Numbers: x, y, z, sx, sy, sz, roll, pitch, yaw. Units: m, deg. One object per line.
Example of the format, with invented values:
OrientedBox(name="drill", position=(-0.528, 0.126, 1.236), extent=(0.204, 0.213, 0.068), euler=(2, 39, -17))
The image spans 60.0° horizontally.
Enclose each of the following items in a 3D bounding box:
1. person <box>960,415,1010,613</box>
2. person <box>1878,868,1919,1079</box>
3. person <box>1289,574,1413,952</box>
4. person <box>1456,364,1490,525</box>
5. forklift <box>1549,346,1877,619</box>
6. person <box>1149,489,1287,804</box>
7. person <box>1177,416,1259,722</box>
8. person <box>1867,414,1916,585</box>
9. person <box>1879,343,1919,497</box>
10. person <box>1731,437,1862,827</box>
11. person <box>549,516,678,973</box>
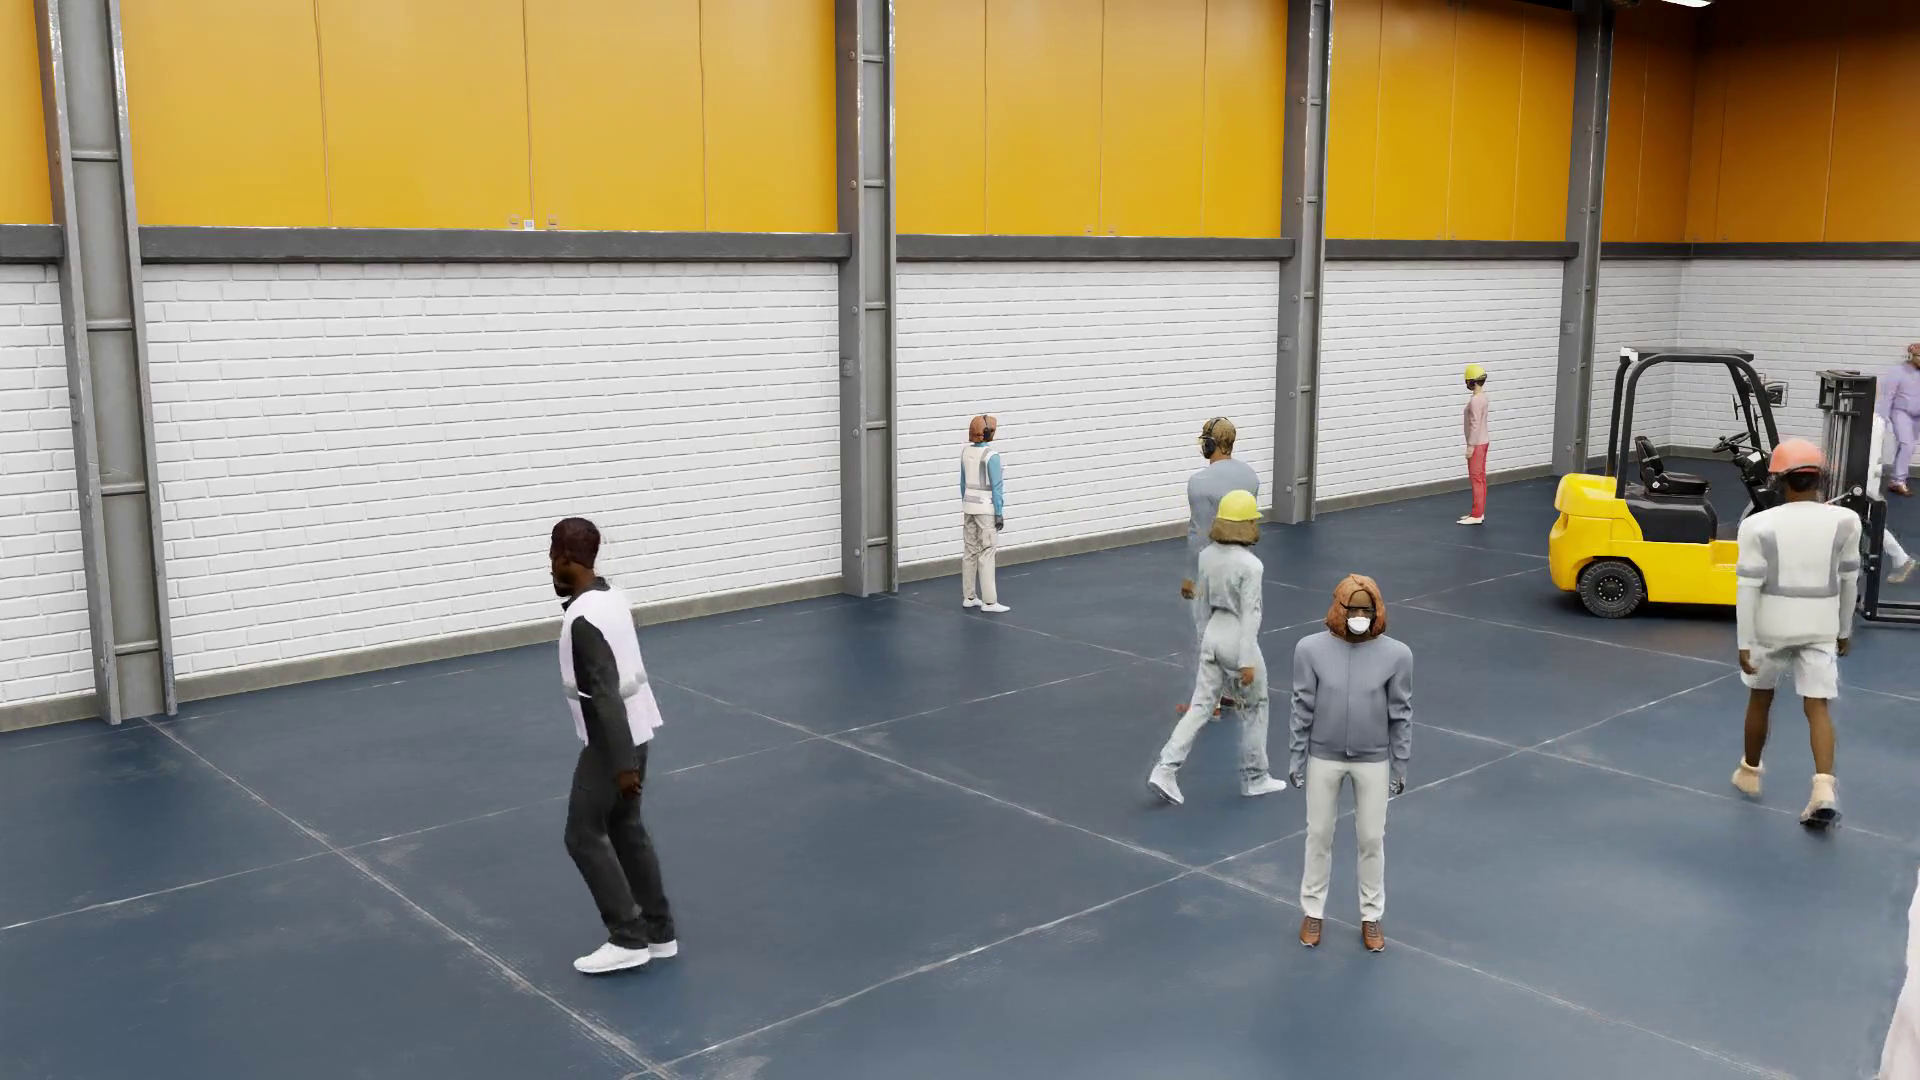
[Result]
OrientedBox(name="person", position=(0.184, -0.216, 13.781), extent=(0.308, 1.640, 0.511), euler=(-7, 12, -36))
OrientedBox(name="person", position=(2.433, 1.381, 3.818), extent=(1.028, 1.845, 0.651), euler=(5, 11, 25))
OrientedBox(name="person", position=(1.651, 0.941, 7.058), extent=(0.505, 1.629, 0.280), euler=(2, 10, 14))
OrientedBox(name="person", position=(5.646, -1.045, 18.274), extent=(0.329, 1.763, 0.523), euler=(5, 11, 27))
OrientedBox(name="forklift", position=(6.109, -0.478, 13.691), extent=(2.313, 2.155, 1.214), euler=(3, 10, 16))
OrientedBox(name="person", position=(1.400, 0.577, 8.931), extent=(0.837, 1.713, 0.495), euler=(-6, 11, -32))
OrientedBox(name="person", position=(1.629, 0.183, 10.570), extent=(0.372, 1.940, 0.632), euler=(9, 13, 43))
OrientedBox(name="person", position=(8.090, -0.499, 14.831), extent=(0.885, 1.856, 0.574), euler=(-1, 10, -5))
OrientedBox(name="person", position=(11.710, -1.477, 20.439), extent=(0.665, 1.881, 0.658), euler=(-4, 10, -21))
OrientedBox(name="person", position=(4.372, 0.465, 8.712), extent=(0.623, 2.014, 0.950), euler=(2, 10, 14))
OrientedBox(name="person", position=(-1.431, 0.841, 6.892), extent=(0.533, 1.874, 0.610), euler=(0, 10, 1))
